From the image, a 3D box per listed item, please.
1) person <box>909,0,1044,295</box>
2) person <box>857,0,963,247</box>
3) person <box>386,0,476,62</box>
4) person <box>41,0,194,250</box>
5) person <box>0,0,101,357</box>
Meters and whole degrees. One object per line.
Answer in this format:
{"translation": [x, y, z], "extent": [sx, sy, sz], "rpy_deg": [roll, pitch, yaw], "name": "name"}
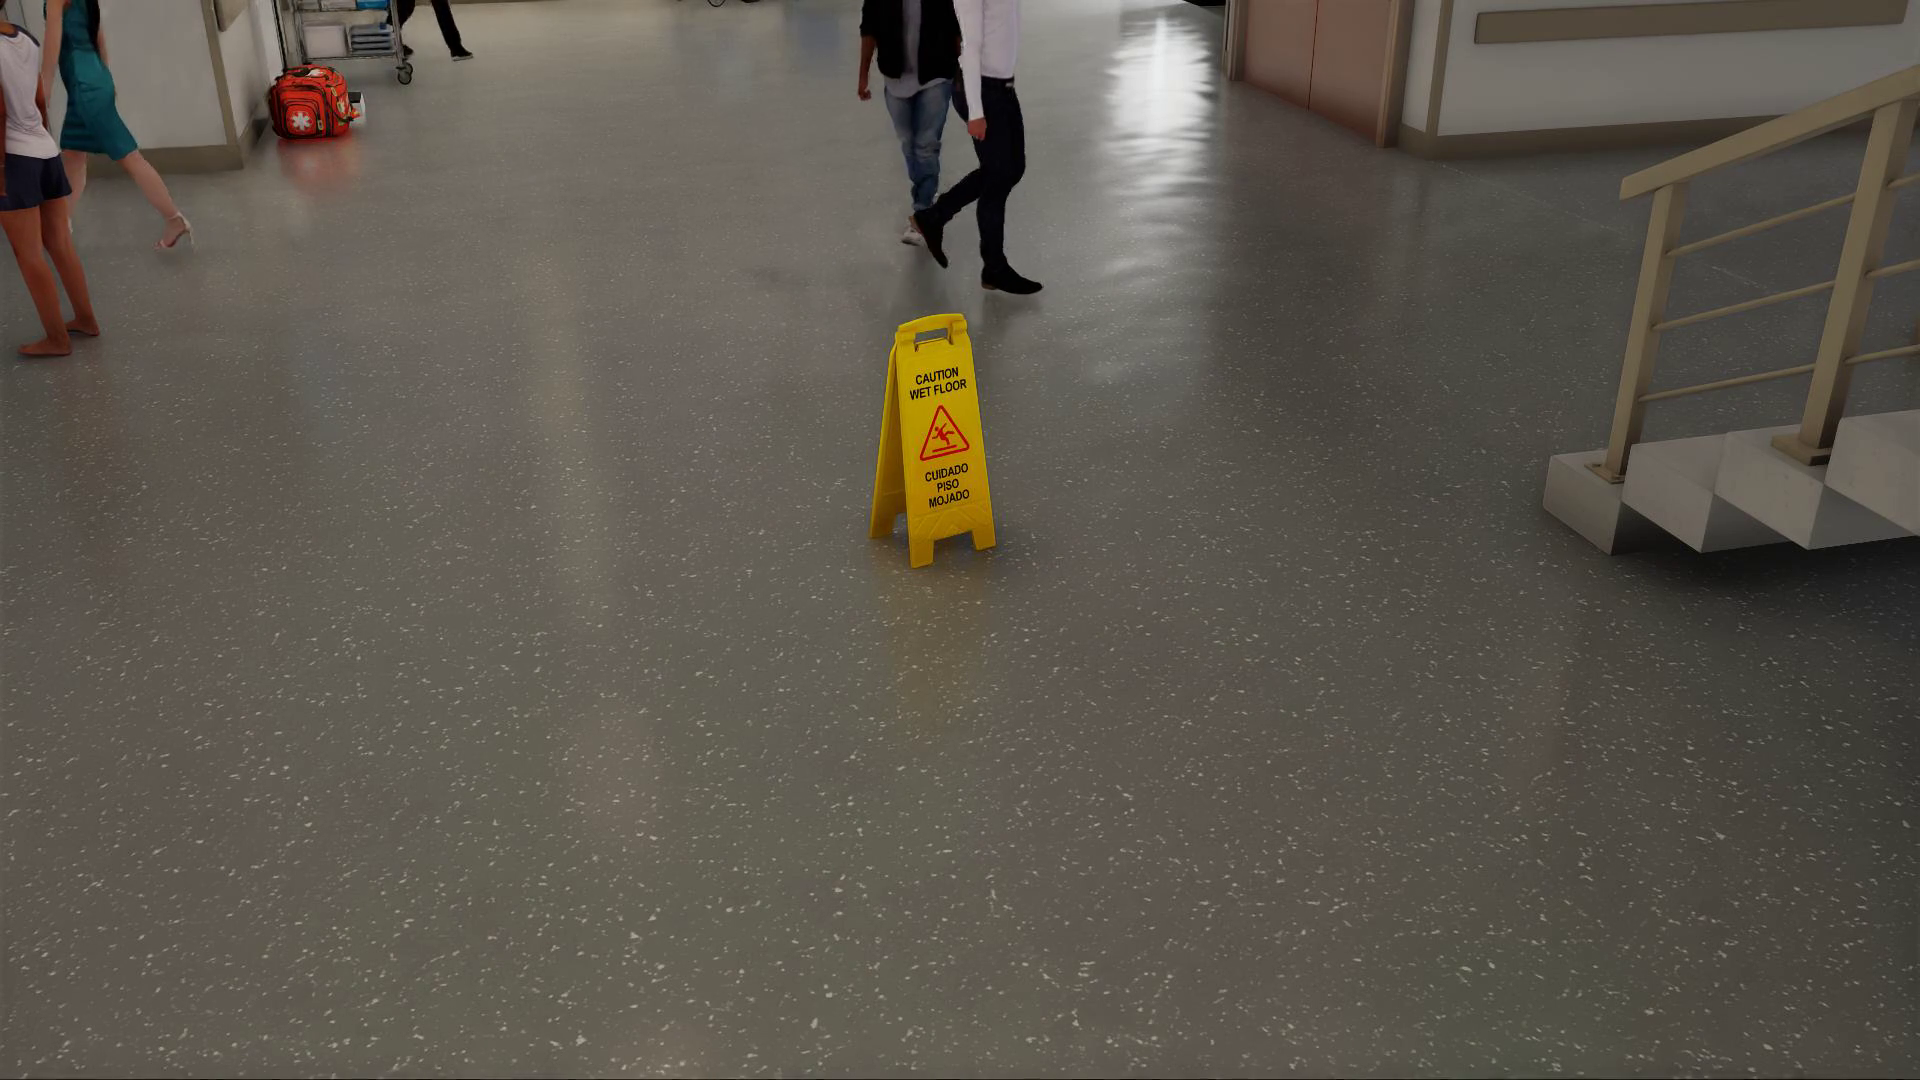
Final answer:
{"translation": [0.051, -2.080, 7.779], "extent": [1.006, 1.844, 0.999], "rpy_deg": [10, 27, 19], "name": "person"}
{"translation": [-0.187, -2.478, 8.670], "extent": [1.013, 1.787, 1.128], "rpy_deg": [8, 27, 16], "name": "person"}
{"translation": [-4.492, -4.694, 13.366], "extent": [1.133, 1.699, 1.117], "rpy_deg": [11, 28, 21], "name": "person"}
{"translation": [-4.238, -2.203, 8.272], "extent": [0.675, 1.637, 0.970], "rpy_deg": [-5, 26, -10], "name": "person"}
{"translation": [-3.965, -1.597, 7.031], "extent": [0.701, 1.625, 0.572], "rpy_deg": [2, 26, 3], "name": "person"}
